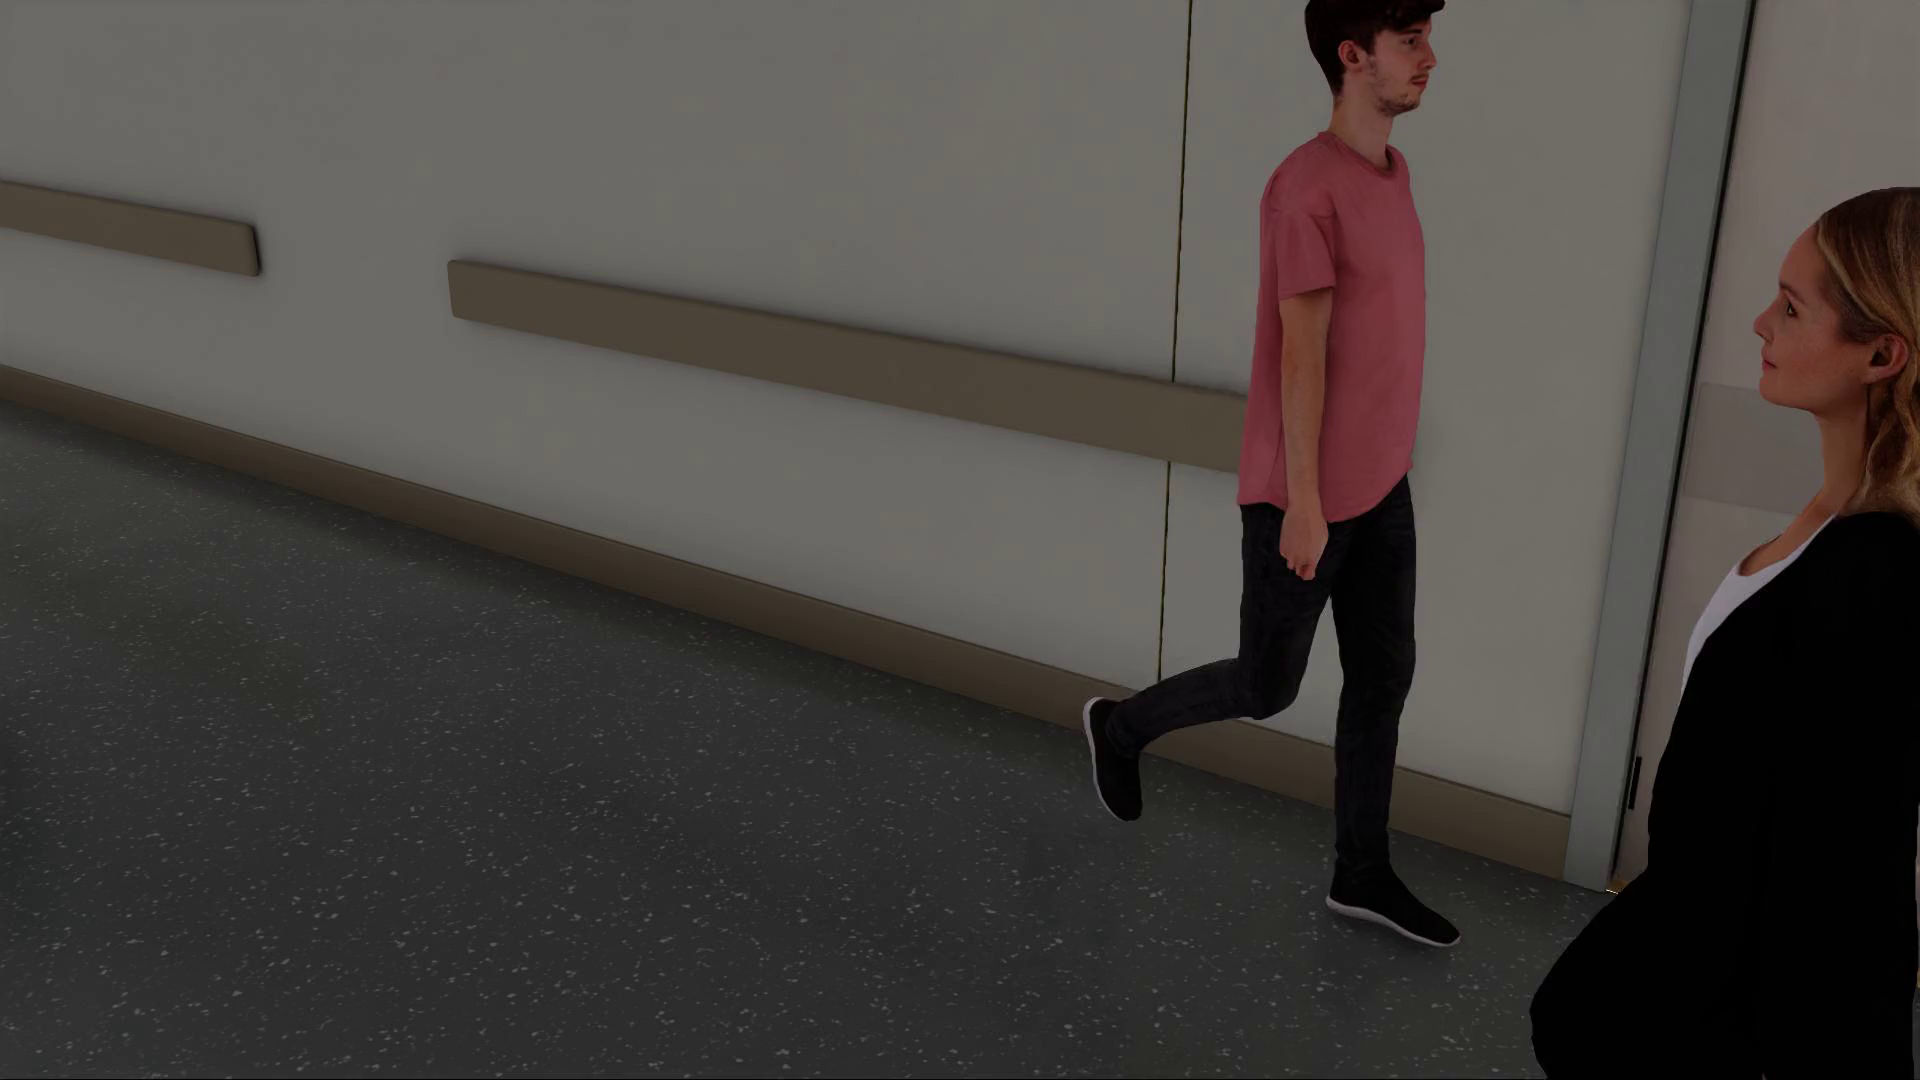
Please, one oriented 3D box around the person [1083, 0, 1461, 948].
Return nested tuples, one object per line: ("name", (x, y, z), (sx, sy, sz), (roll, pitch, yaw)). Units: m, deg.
("person", (0.655, -0.121, 3.362), (0.755, 1.936, 1.074), (16, 26, 36))
